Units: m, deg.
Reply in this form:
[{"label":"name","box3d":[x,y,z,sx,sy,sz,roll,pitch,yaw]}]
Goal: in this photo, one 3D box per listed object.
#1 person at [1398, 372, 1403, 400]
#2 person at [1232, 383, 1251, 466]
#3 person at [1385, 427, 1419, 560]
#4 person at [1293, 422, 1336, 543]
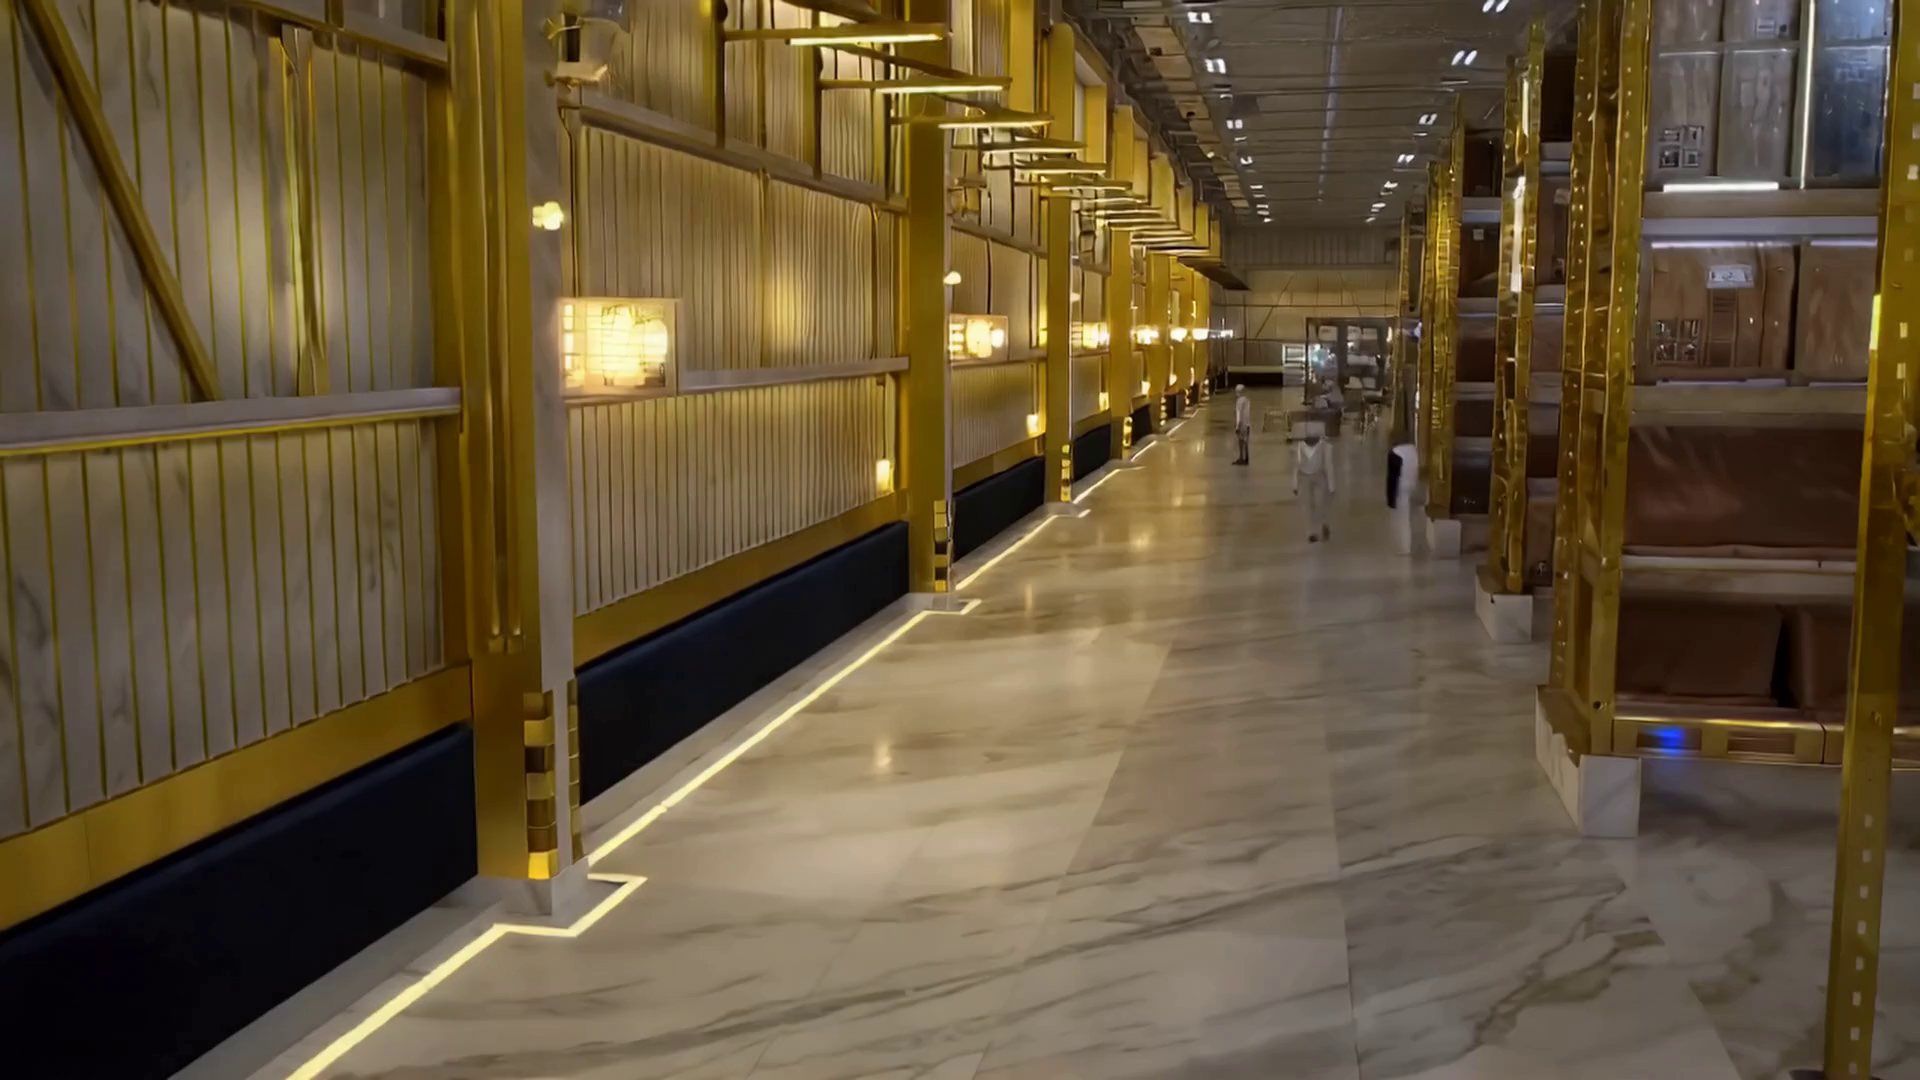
[{"label":"person","box3d":[15.892,-5.253,59.618,0.595,1.828,0.403,-1,7,-8]},{"label":"person","box3d":[6.516,-2.683,38.623,0.369,1.933,0.551,6,9,39]},{"label":"person","box3d":[5.994,-0.629,22.673,0.501,1.814,0.654,7,10,43]},{"label":"person","box3d":[5.187,-0.842,24.436,0.615,1.795,0.464,5,9,36]}]
